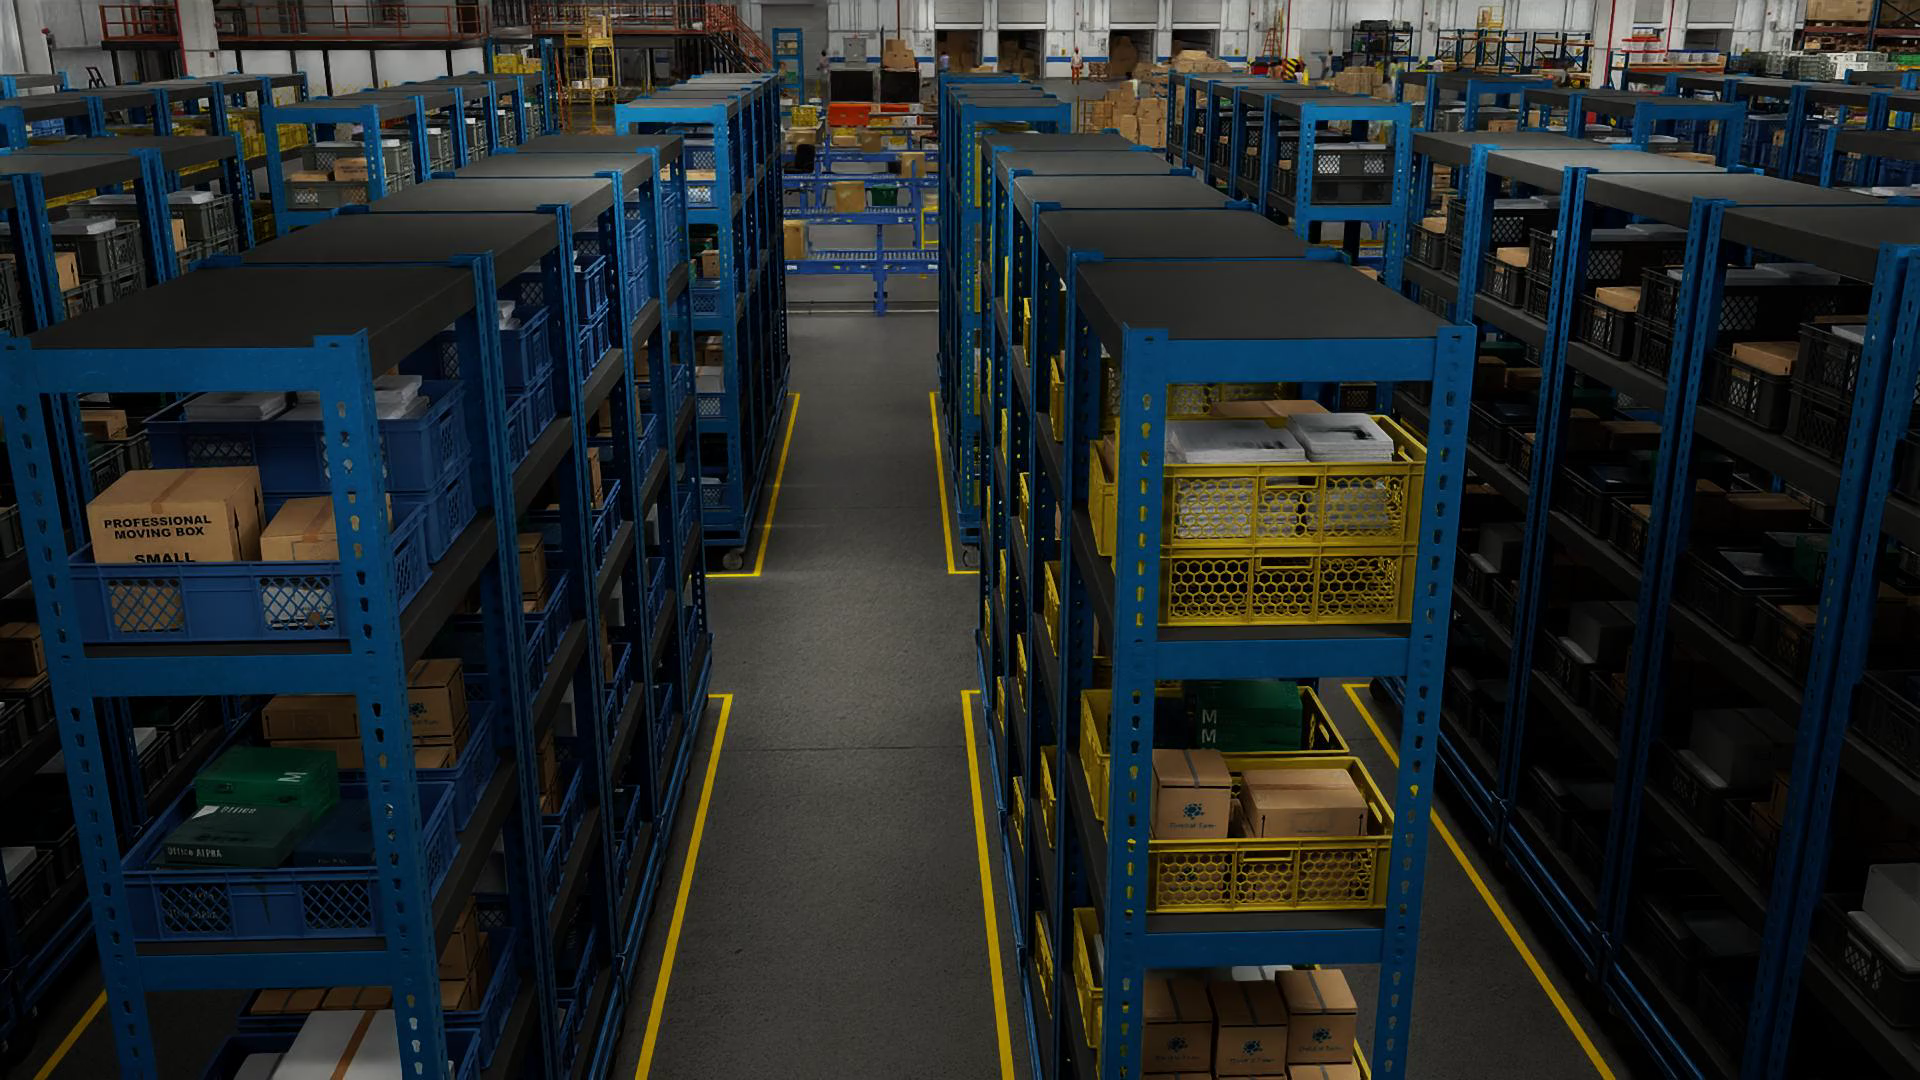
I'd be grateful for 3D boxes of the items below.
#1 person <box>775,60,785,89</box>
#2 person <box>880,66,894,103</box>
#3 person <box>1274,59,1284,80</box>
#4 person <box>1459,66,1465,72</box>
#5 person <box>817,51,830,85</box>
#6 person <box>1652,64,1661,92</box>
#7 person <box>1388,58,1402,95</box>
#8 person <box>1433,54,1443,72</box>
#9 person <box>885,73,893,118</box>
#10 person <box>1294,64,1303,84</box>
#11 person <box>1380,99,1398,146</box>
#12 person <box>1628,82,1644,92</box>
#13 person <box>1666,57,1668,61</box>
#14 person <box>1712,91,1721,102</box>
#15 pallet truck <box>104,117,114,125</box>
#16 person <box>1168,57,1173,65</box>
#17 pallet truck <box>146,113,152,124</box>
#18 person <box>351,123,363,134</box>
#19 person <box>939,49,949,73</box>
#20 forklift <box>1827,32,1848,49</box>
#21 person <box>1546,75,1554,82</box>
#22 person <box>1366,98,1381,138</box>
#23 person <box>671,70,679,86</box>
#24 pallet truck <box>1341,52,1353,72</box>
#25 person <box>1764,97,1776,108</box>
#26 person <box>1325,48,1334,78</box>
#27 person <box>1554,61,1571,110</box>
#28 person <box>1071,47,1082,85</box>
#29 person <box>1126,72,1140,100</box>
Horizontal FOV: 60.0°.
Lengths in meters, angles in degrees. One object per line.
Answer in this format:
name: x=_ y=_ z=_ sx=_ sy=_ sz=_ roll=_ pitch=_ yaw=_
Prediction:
person: x=-8.649 y=-22.342 z=80.293 sx=0.510 sy=1.686 sz=0.917 roll=-7 pitch=19 yaw=-20
person: x=-2.884 y=-17.627 z=65.362 sx=0.995 sy=1.911 sz=0.625 roll=14 pitch=23 yaw=38
person: x=15.424 y=-22.486 z=80.785 sx=0.534 sy=1.676 sz=0.642 roll=15 pitch=23 yaw=38
person: x=20.151 y=-18.110 z=66.937 sx=0.386 sy=1.859 sz=0.549 roll=-13 pitch=22 yaw=-35
person: x=-7.467 y=-25.799 z=90.844 sx=0.633 sy=1.799 sz=0.889 roll=11 pitch=21 yaw=31
person: x=30.860 y=-20.315 z=73.671 sx=0.750 sy=1.910 sz=0.646 roll=0 pitch=18 yaw=0
person: x=20.910 y=-22.251 z=79.908 sx=0.652 sy=1.773 sz=0.982 roll=-3 pitch=18 yaw=-9
person: x=22.926 y=-22.297 z=79.778 sx=0.373 sy=1.935 sz=0.628 roll=-8 pitch=20 yaw=-24
person: x=-2.767 y=-16.919 z=63.445 sx=0.746 sy=1.744 sz=0.527 roll=4 pitch=18 yaw=13
person: x=13.662 y=-18.263 z=67.318 sx=0.398 sy=1.920 sz=0.589 roll=14 pitch=23 yaw=37
person: x=12.698 y=-12.244 z=49.235 sx=0.494 sy=1.573 sz=0.874 roll=-4 pitch=18 yaw=-11
person: x=24.307 y=-15.864 z=60.005 sx=0.579 sy=1.863 sz=0.879 roll=1 pitch=18 yaw=3
person: x=33.757 y=-22.074 z=79.130 sx=0.855 sy=1.916 sz=0.635 roll=-1 pitch=18 yaw=-3
person: x=26.514 y=-15.143 z=58.109 sx=0.514 sy=1.641 sz=0.308 roll=12 pitch=21 yaw=32
pallet truck: x=-18.367 y=-7.885 z=35.078 sx=1.885 sy=1.965 sz=0.823 roll=1 pitch=18 yaw=2
person: x=9.864 y=-21.645 z=77.898 sx=0.534 sy=1.856 sz=0.367 roll=-12 pitch=21 yaw=-33
pallet truck: x=-18.087 y=-8.309 z=36.390 sx=1.885 sy=1.965 sz=0.823 roll=-1 pitch=18 yaw=-4
person: x=-13.358 y=-8.557 z=37.084 sx=0.394 sy=2.042 sz=0.611 roll=4 pitch=18 yaw=12
person: x=-0.933 y=-25.557 z=89.891 sx=0.571 sy=1.913 sz=0.780 roll=-14 pitch=22 yaw=-36
forklift: x=46.023 y=-25.321 z=87.619 sx=1.129 sy=2.768 sz=1.873 roll=-1 pitch=18 yaw=-2
person: x=20.080 y=-14.921 z=56.963 sx=0.374 sy=1.928 sz=0.543 roll=4 pitch=18 yaw=14
person: x=11.317 y=-11.308 z=45.982 sx=0.599 sy=1.809 sz=0.758 roll=0 pitch=18 yaw=1
person: x=-10.934 y=-17.313 z=64.565 sx=0.847 sy=1.822 sz=0.507 roll=-10 pitch=20 yaw=-28
pallet truck: x=18.794 y=-23.123 z=82.231 sx=0.823 sy=1.965 sz=1.885 roll=-13 pitch=22 yaw=-35
person: x=27.269 y=-14.503 z=56.037 sx=0.318 sy=1.697 sz=0.536 roll=-2 pitch=18 yaw=-6
person: x=20.354 y=-26.001 z=91.286 sx=0.656 sy=1.904 sz=0.615 roll=4 pitch=18 yaw=12
person: x=25.068 y=-18.825 z=68.862 sx=0.782 sy=2.000 sz=0.754 roll=9 pitch=20 yaw=27
person: x=6.338 y=-25.863 z=90.710 sx=0.612 sy=1.997 sz=0.375 roll=-4 pitch=18 yaw=-11
person: x=6.326 y=-16.291 z=61.286 sx=0.610 sy=1.872 sz=0.721 roll=-16 pitch=24 yaw=-41
